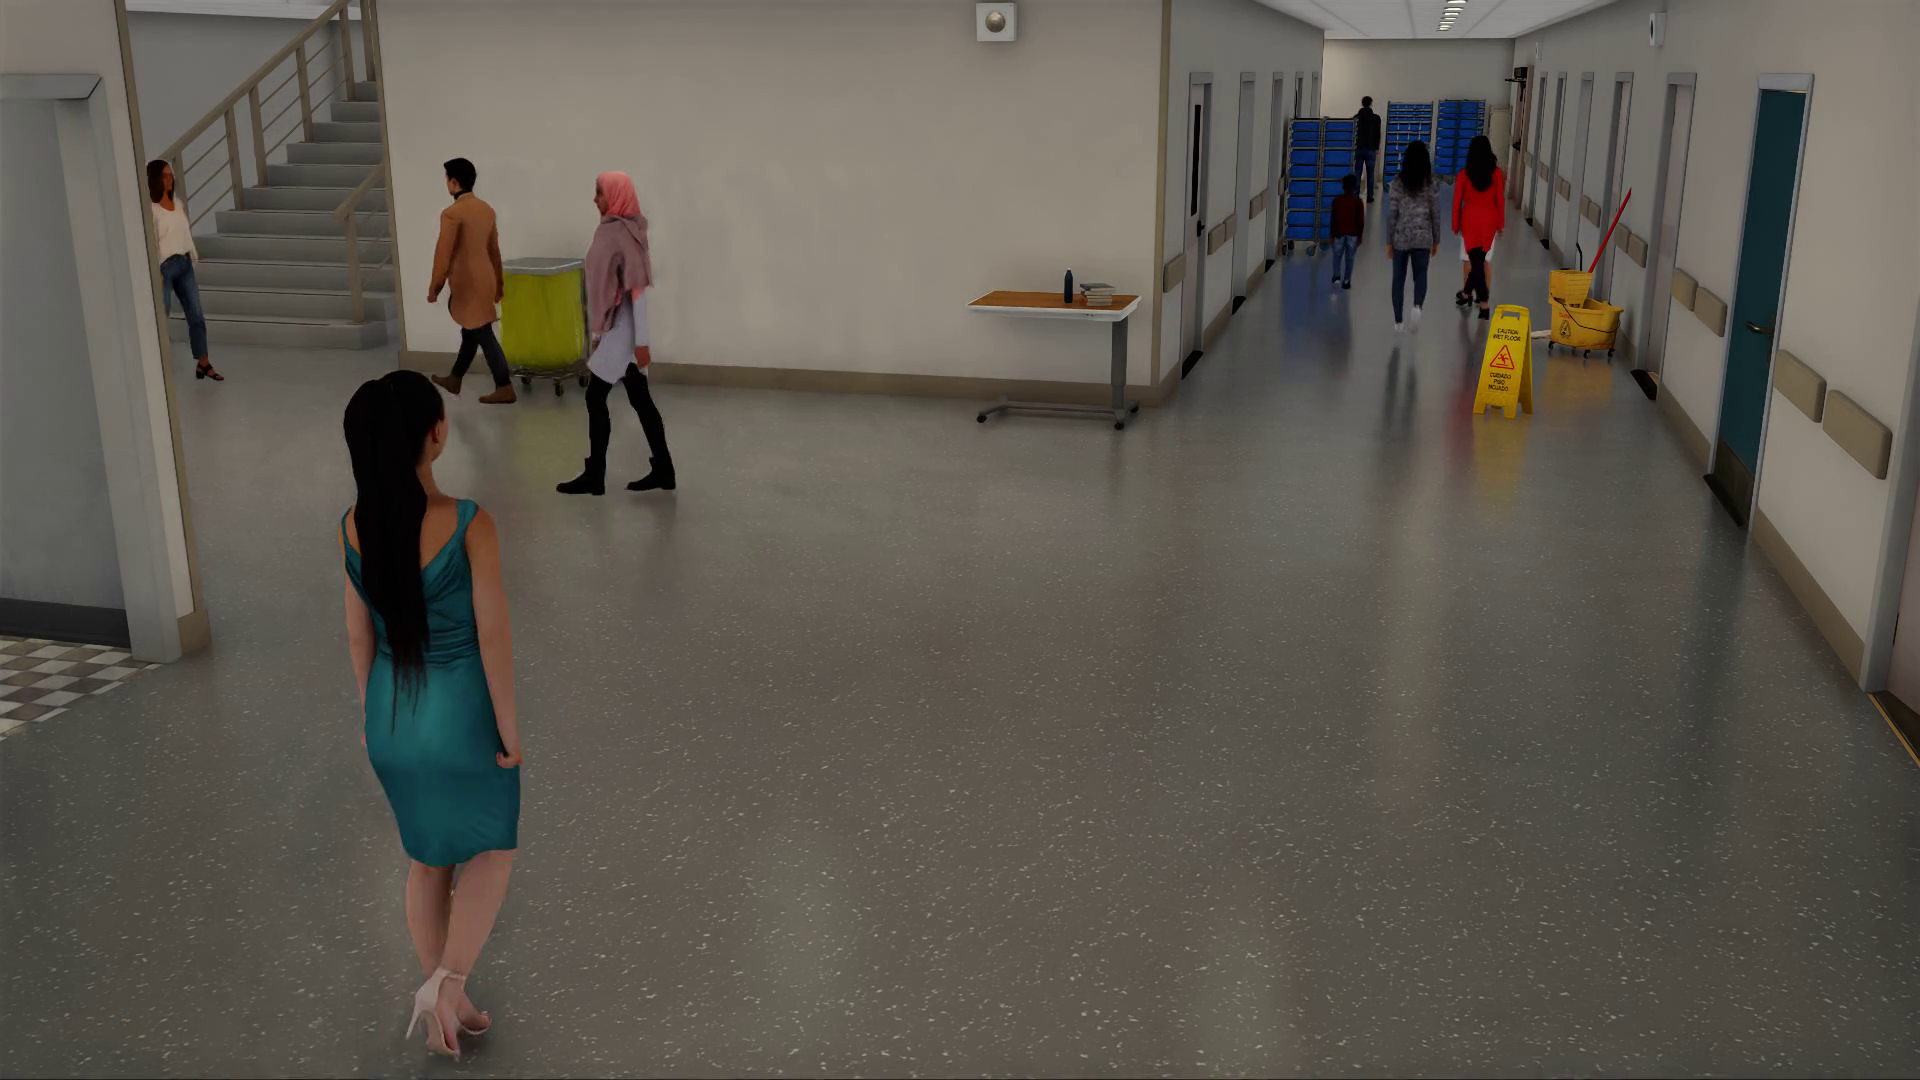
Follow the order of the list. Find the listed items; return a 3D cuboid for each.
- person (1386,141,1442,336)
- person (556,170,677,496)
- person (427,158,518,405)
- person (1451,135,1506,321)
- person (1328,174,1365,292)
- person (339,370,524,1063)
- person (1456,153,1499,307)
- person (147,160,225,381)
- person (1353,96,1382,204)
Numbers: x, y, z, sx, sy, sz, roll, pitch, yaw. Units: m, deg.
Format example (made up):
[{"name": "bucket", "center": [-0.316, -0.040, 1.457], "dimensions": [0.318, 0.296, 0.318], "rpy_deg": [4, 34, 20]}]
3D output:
[{"name": "person", "center": [4.002, -2.640, 14.746], "dimensions": [0.634, 1.710, 1.061], "rpy_deg": [4, 16, 13]}, {"name": "person", "center": [-1.766, -1.120, 9.222], "dimensions": [0.990, 1.781, 0.976], "rpy_deg": [-5, 17, -18]}, {"name": "person", "center": [-3.334, -1.775, 11.629], "dimensions": [0.786, 1.694, 0.995], "rpy_deg": [6, 17, 19]}, {"name": "person", "center": [4.929, -2.906, 15.727], "dimensions": [0.860, 1.688, 1.198], "rpy_deg": [0, 16, 0]}, {"name": "person", "center": [4.164, -3.308, 17.972], "dimensions": [0.511, 1.244, 0.497], "rpy_deg": [5, 16, 17]}, {"name": "person", "center": [-1.216, 0.475, 3.761], "dimensions": [0.633, 1.675, 0.724], "rpy_deg": [2, 16, 7]}, {"name": "person", "center": [5.294, -3.162, 16.895], "dimensions": [0.667, 1.547, 0.708], "rpy_deg": [-7, 17, -24]}, {"name": "person", "center": [-6.107, -2.032, 12.689], "dimensions": [0.732, 1.655, 1.017], "rpy_deg": [6, 17, 20]}, {"name": "person", "center": [7.366, -7.107, 30.258], "dimensions": [0.673, 1.890, 0.575], "rpy_deg": [5, 16, 17]}]
